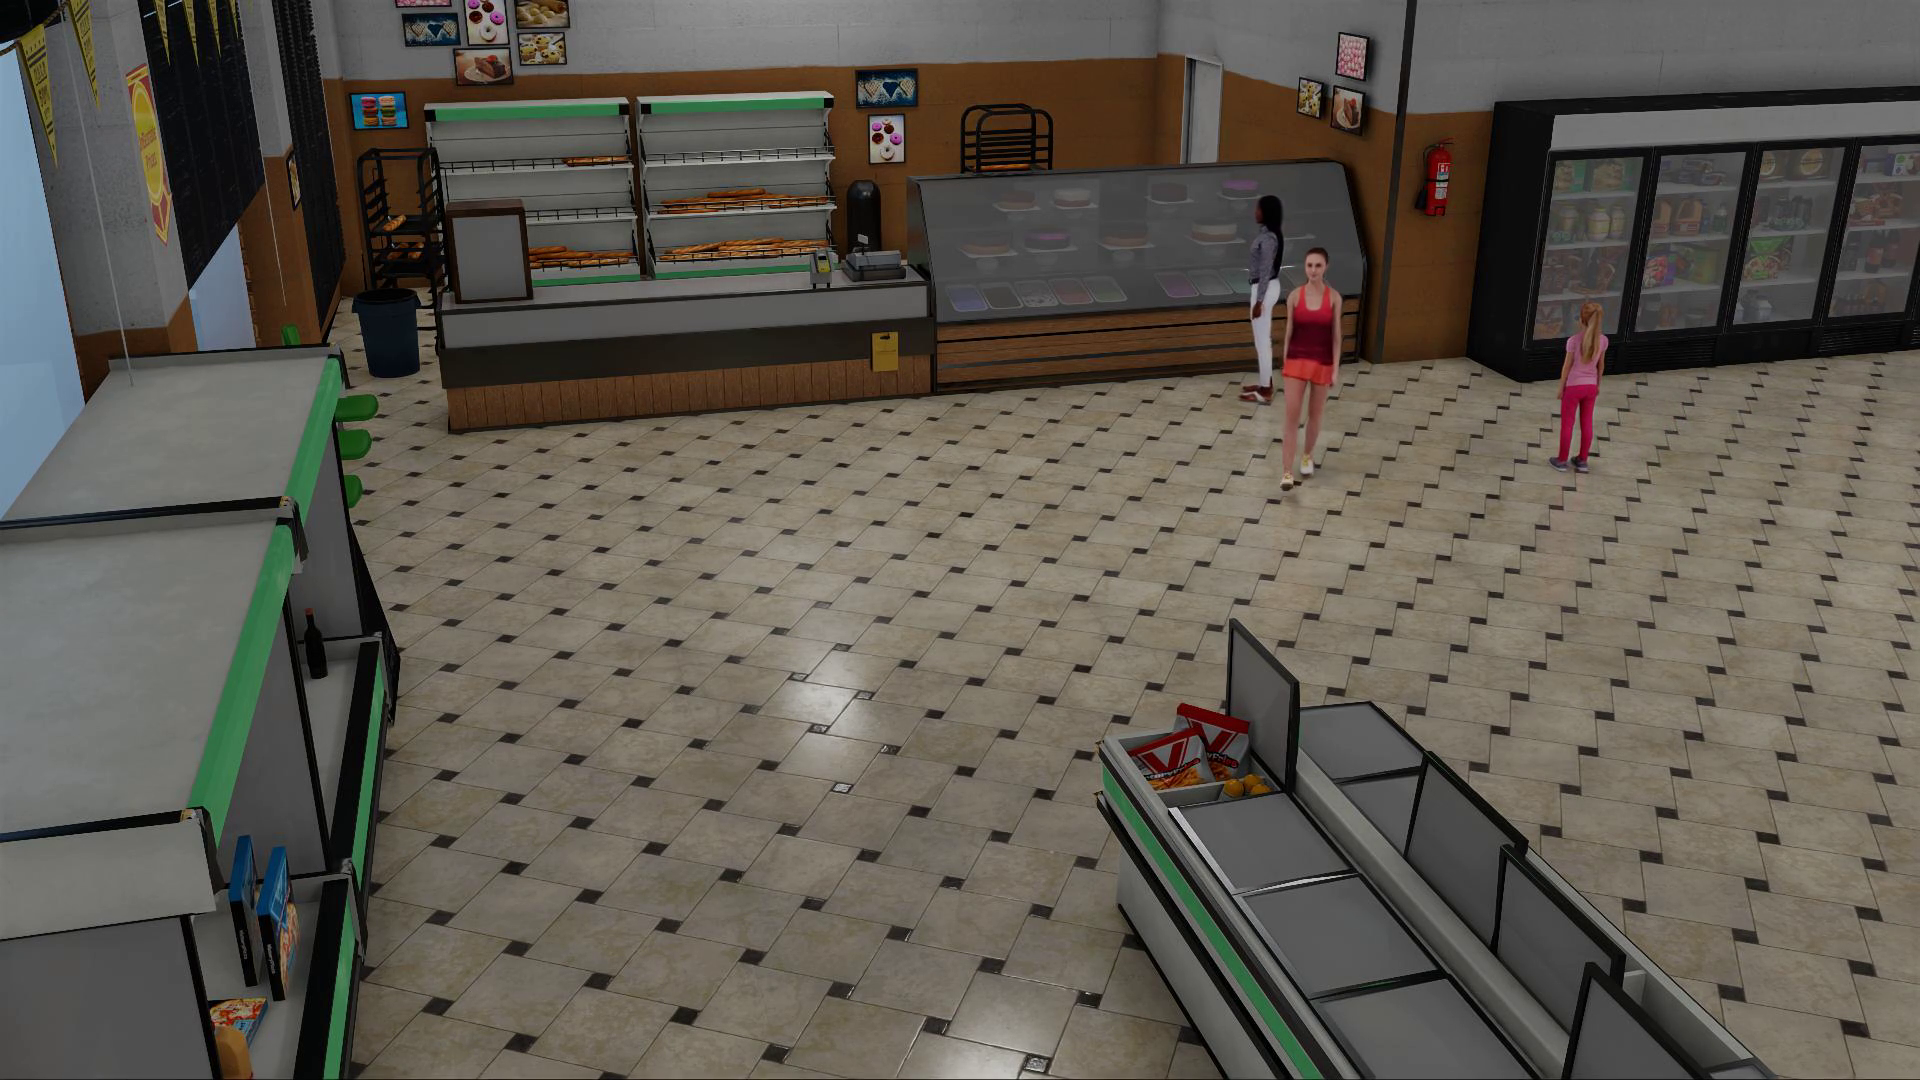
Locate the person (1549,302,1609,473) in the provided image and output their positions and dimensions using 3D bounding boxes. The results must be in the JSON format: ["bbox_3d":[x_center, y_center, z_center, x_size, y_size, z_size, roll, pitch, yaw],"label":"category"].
[{"bbox_3d":[4.590,-1.135,12.286,0.490,1.272,0.512,-3,22,-8],"label":"person"}]

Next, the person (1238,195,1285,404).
[{"bbox_3d":[2.540,-2.012,13.862,0.729,1.724,0.607,6,23,13],"label":"person"}]

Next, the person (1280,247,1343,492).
[{"bbox_3d":[2.535,-1.248,11.977,0.869,1.712,1.153,4,22,10],"label":"person"}]
